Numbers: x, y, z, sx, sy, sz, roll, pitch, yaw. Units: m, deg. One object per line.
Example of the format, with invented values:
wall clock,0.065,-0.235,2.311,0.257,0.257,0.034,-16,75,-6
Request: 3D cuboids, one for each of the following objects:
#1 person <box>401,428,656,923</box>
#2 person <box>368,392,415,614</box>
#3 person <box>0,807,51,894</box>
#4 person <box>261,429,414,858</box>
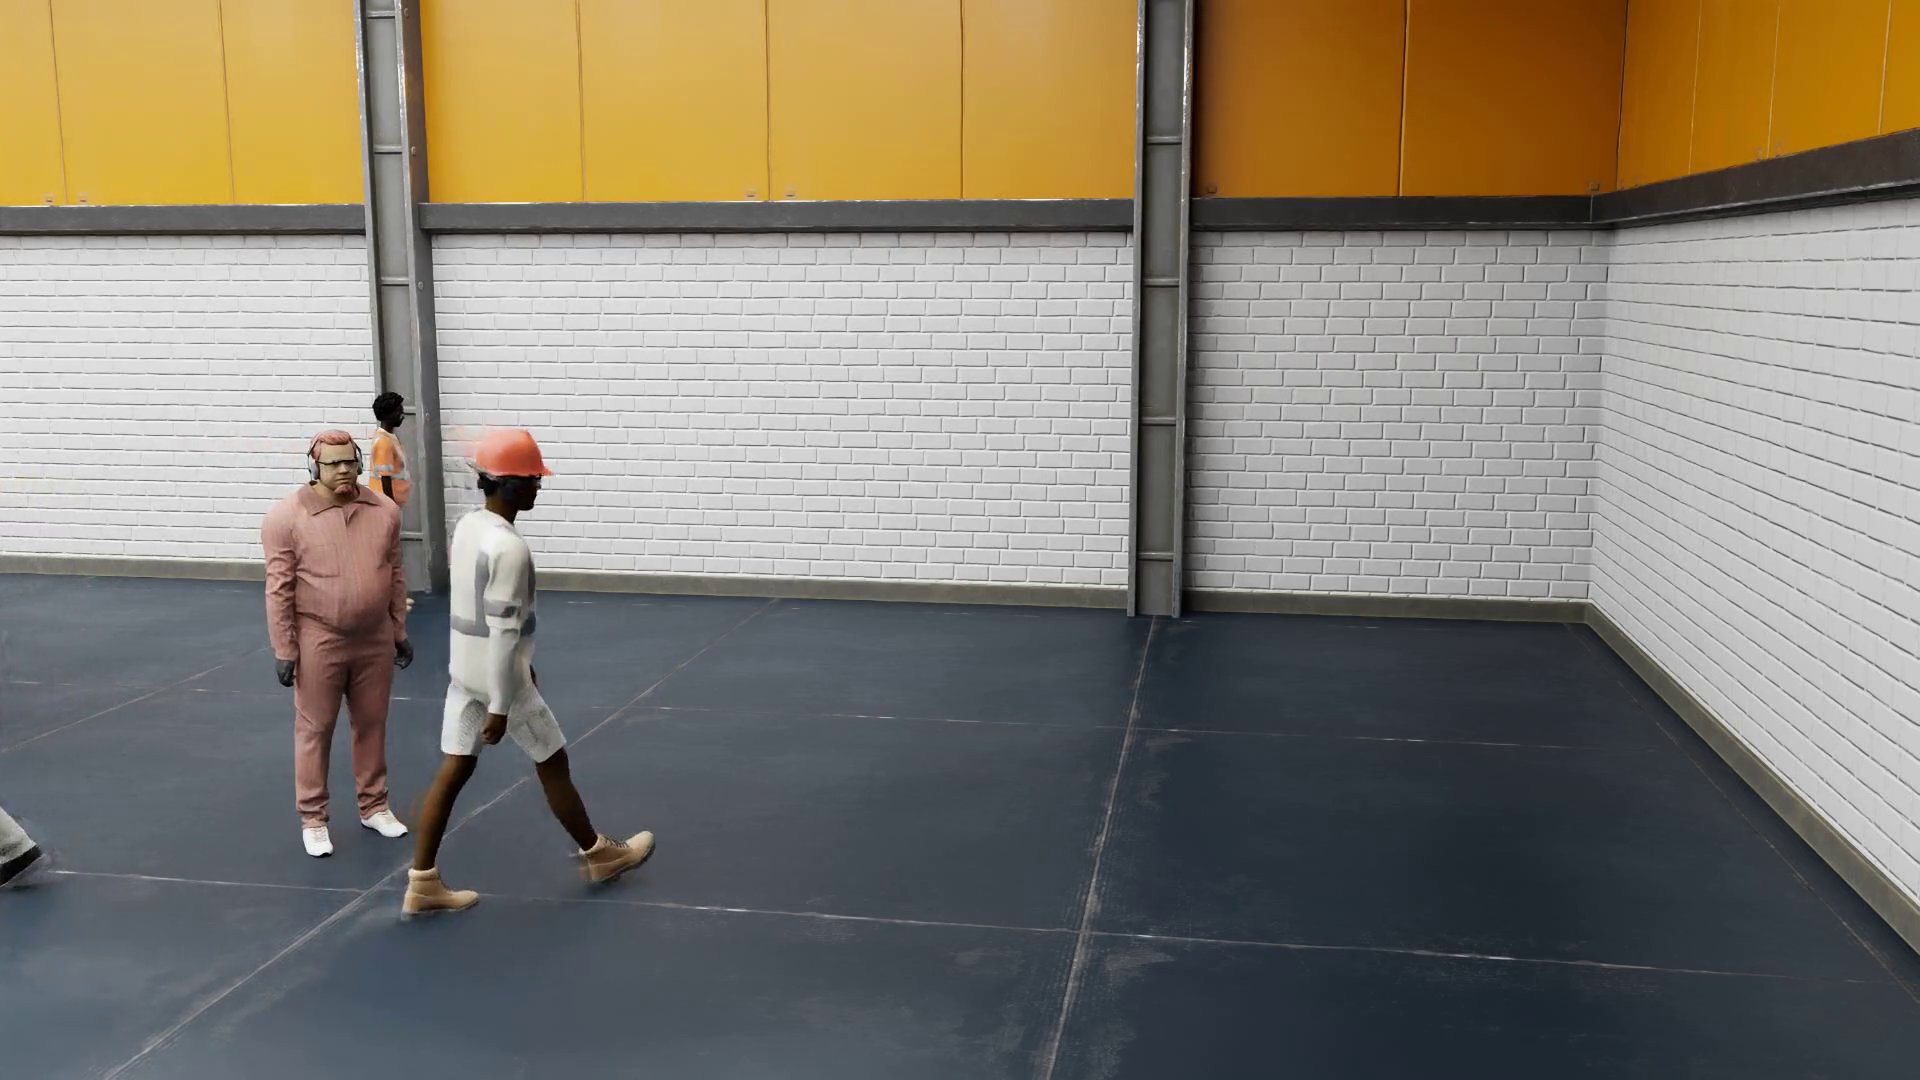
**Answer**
person,-1.820,0.533,6.784,1.091,1.975,0.614,-7,12,-38
person,-4.341,-0.283,12.674,0.319,1.691,0.535,-3,10,-17
person,-4.241,0.665,6.641,0.998,1.775,0.607,-4,10,-26
person,-2.766,0.450,7.488,0.401,1.906,0.651,9,13,43
